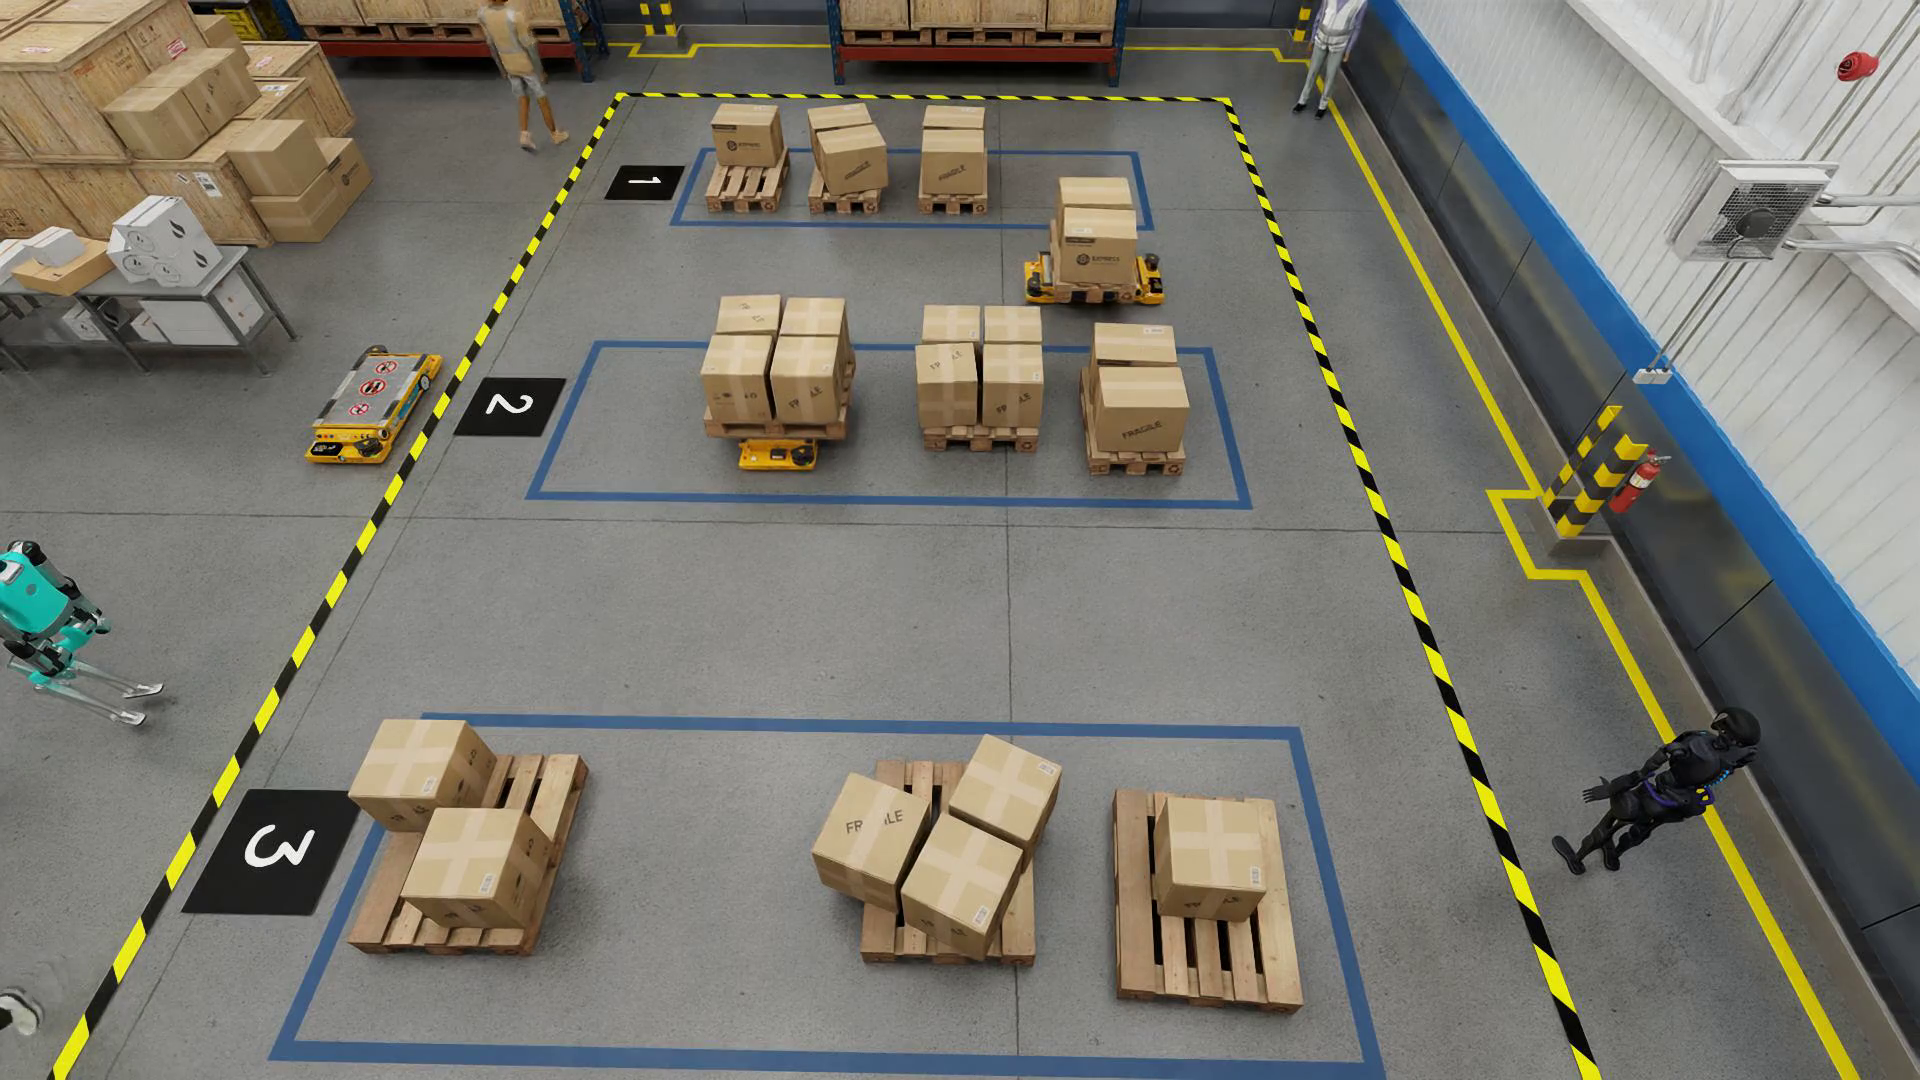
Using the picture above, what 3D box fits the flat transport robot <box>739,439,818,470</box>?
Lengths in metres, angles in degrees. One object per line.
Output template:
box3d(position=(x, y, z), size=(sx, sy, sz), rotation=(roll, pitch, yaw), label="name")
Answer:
box3d(position=(-1.583, -1.207, 8.370), size=(0.652, 0.197, 1.431), rotation=(1, 50, 1), label="flat transport robot")

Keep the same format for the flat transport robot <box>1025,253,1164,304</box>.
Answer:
box3d(position=(1.413, -2.783, 9.704), size=(1.431, 0.197, 0.652), rotation=(1, 50, 1), label="flat transport robot")

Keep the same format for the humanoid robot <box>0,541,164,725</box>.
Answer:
box3d(position=(-5.855, 0.605, 5.805), size=(0.735, 1.677, 0.533), rotation=(0, 50, 0), label="humanoid robot")

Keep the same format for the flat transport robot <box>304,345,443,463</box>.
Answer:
box3d(position=(-5.383, -1.269, 8.441), size=(0.659, 0.231, 1.431), rotation=(1, 50, 1), label="flat transport robot")

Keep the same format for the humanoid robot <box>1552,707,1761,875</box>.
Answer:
box3d(position=(3.955, 1.445, 5.212), size=(0.599, 1.657, 0.315), rotation=(-1, 50, -1), label="humanoid robot")

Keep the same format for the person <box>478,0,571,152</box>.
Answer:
box3d(position=(-5.294, -5.696, 11.045), size=(0.621, 2.034, 0.655), rotation=(11, 51, 9), label="person")

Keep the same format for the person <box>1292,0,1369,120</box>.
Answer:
box3d(position=(4.751, -6.363, 11.727), size=(0.585, 1.833, 0.404), rotation=(29, 56, 22), label="person")

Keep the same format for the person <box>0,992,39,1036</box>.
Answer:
box3d(position=(-5.304, 2.388, 4.319), size=(0.596, 1.835, 0.678), rotation=(0, 50, 0), label="person")
